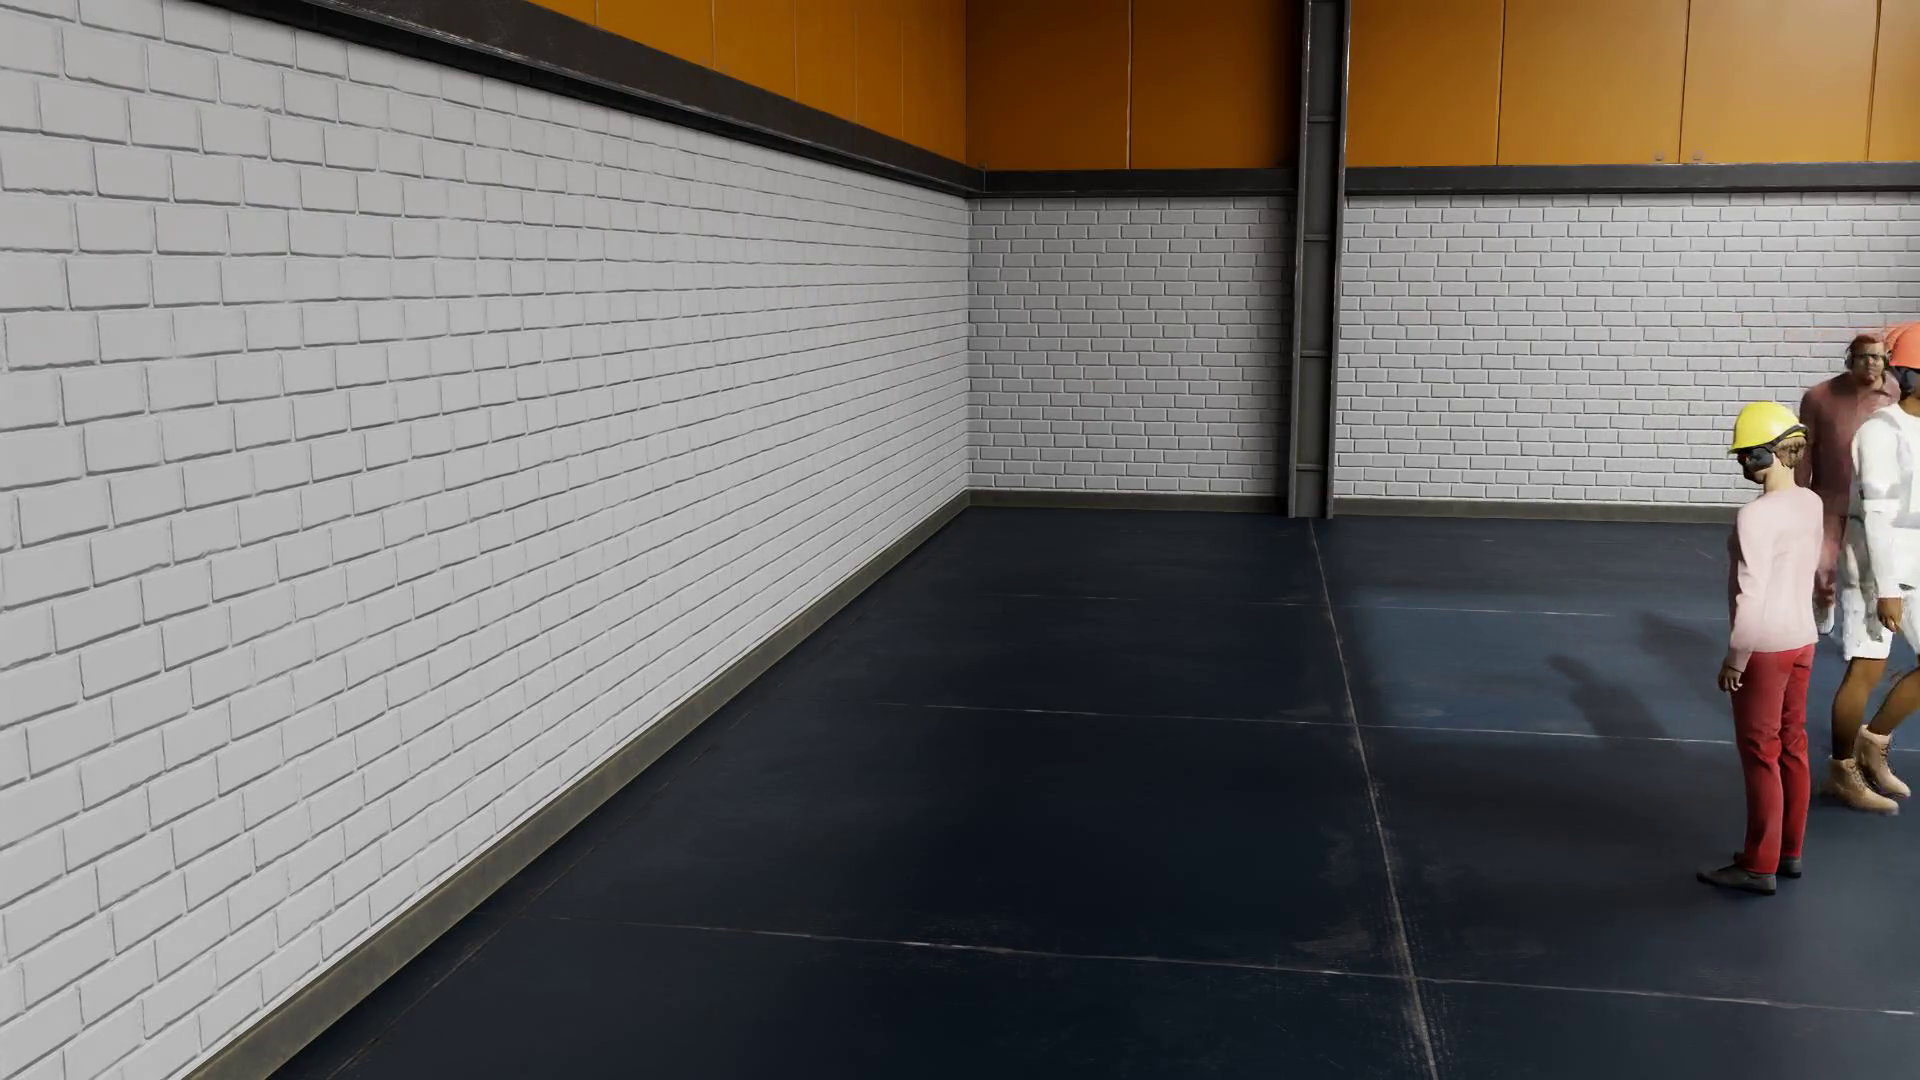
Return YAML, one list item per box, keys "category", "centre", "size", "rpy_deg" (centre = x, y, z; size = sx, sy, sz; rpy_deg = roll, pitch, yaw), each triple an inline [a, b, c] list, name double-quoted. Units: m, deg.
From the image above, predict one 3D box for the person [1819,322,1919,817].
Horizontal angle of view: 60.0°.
- category: "person"
  centre: [3.793, 0.130, 6.739]
  size: [0.617, 2.028, 0.480]
  rpy_deg: [-5, 11, -29]

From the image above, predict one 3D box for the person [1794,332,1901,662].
- category: "person"
  centre: [5.214, -0.281, 9.724]
  size: [0.634, 1.884, 0.842]
  rpy_deg: [5, 11, 31]

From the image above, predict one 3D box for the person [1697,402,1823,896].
- category: "person"
  centre: [2.875, 0.385, 5.977]
  size: [0.528, 1.757, 0.340]
  rpy_deg: [-7, 12, -39]
